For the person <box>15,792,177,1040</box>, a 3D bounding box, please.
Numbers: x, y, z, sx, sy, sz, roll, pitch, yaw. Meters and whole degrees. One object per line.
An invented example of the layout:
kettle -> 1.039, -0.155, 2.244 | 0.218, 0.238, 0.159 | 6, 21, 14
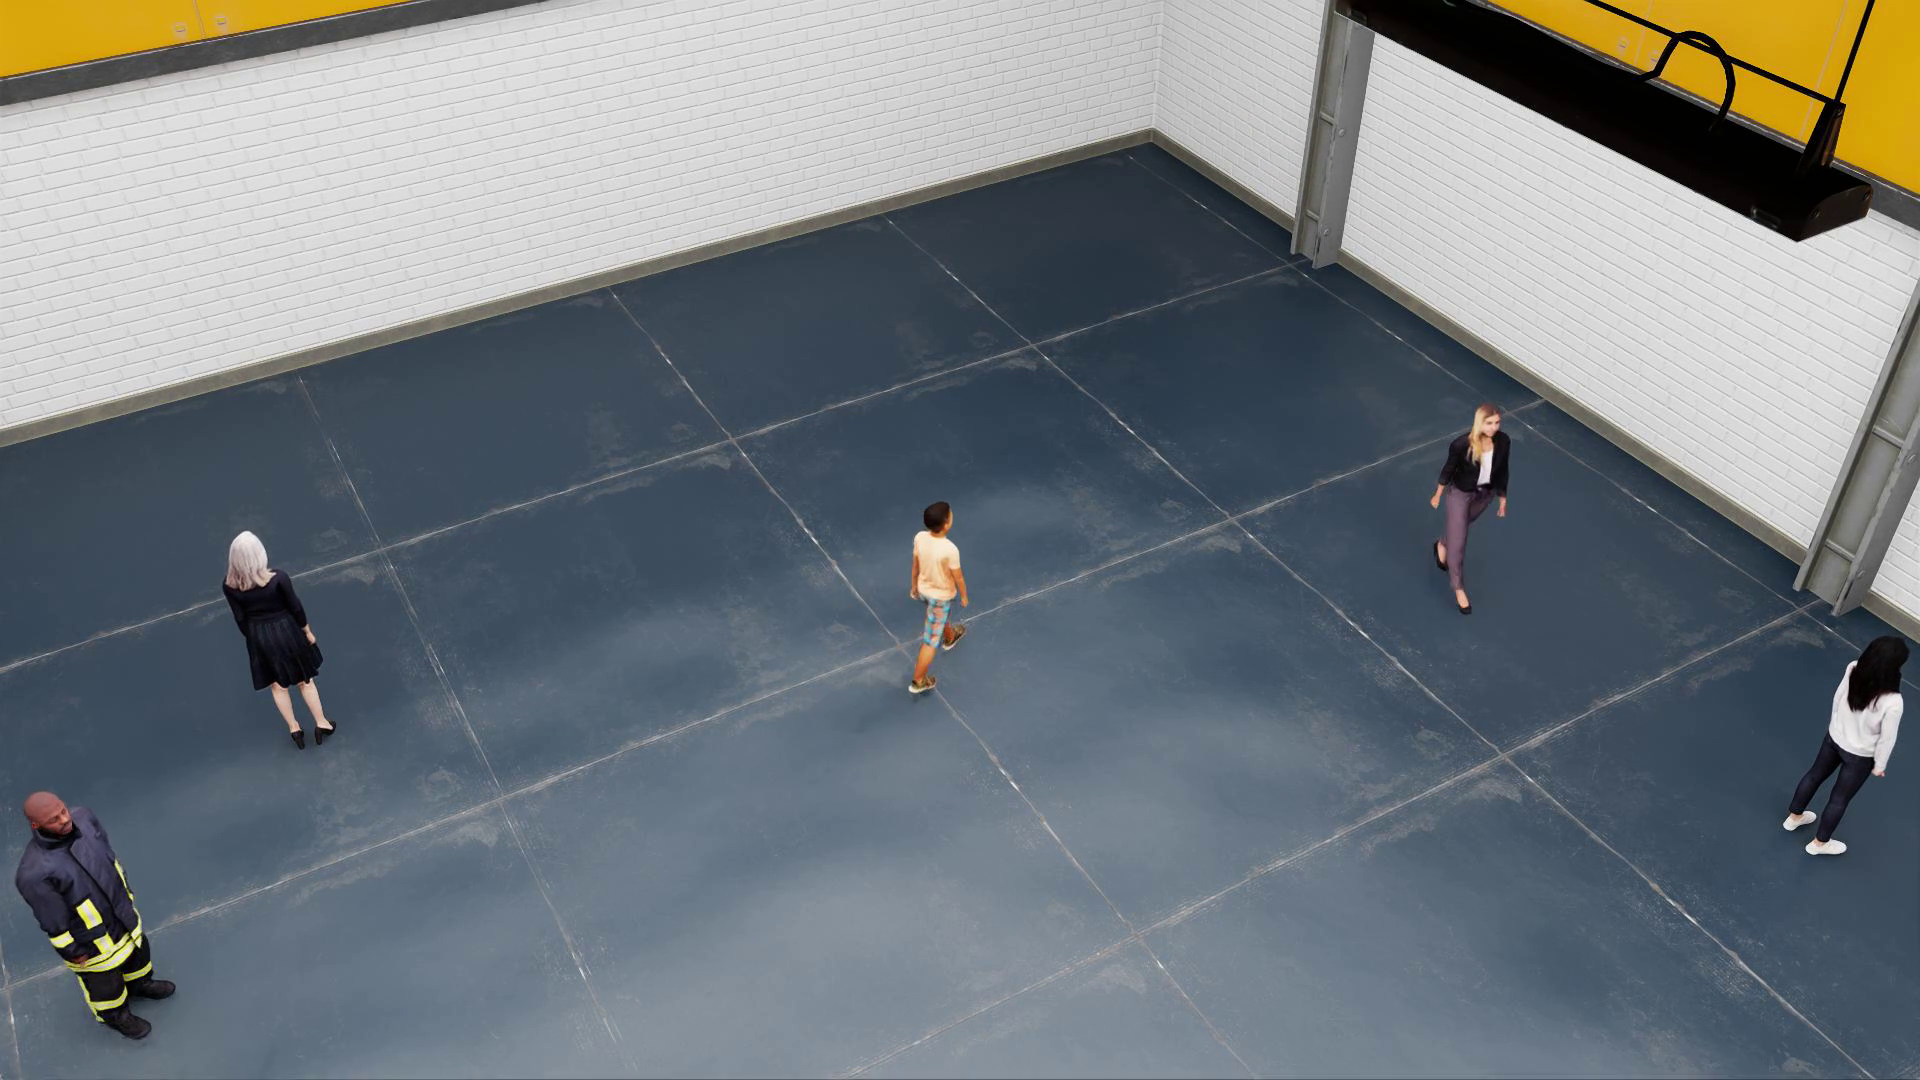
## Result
person -> -4.765, 2.012, 9.060 | 0.922, 1.819, 0.854 | 8, 39, 9

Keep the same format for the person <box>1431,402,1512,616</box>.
person -> 3.679, -0.340, 12.156 | 0.847, 1.631, 1.116 | -7, 39, -9

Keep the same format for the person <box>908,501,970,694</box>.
person -> -0.199, 0.411, 11.381 | 1.011, 1.425, 0.855 | 26, 45, 29

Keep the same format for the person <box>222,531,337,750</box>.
person -> -4.439, 0.652, 10.821 | 0.675, 1.746, 0.669 | -7, 39, -9

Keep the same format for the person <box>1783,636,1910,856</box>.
person -> 5.429, 1.234, 10.132 | 0.726, 1.697, 0.575 | -11, 40, -13
